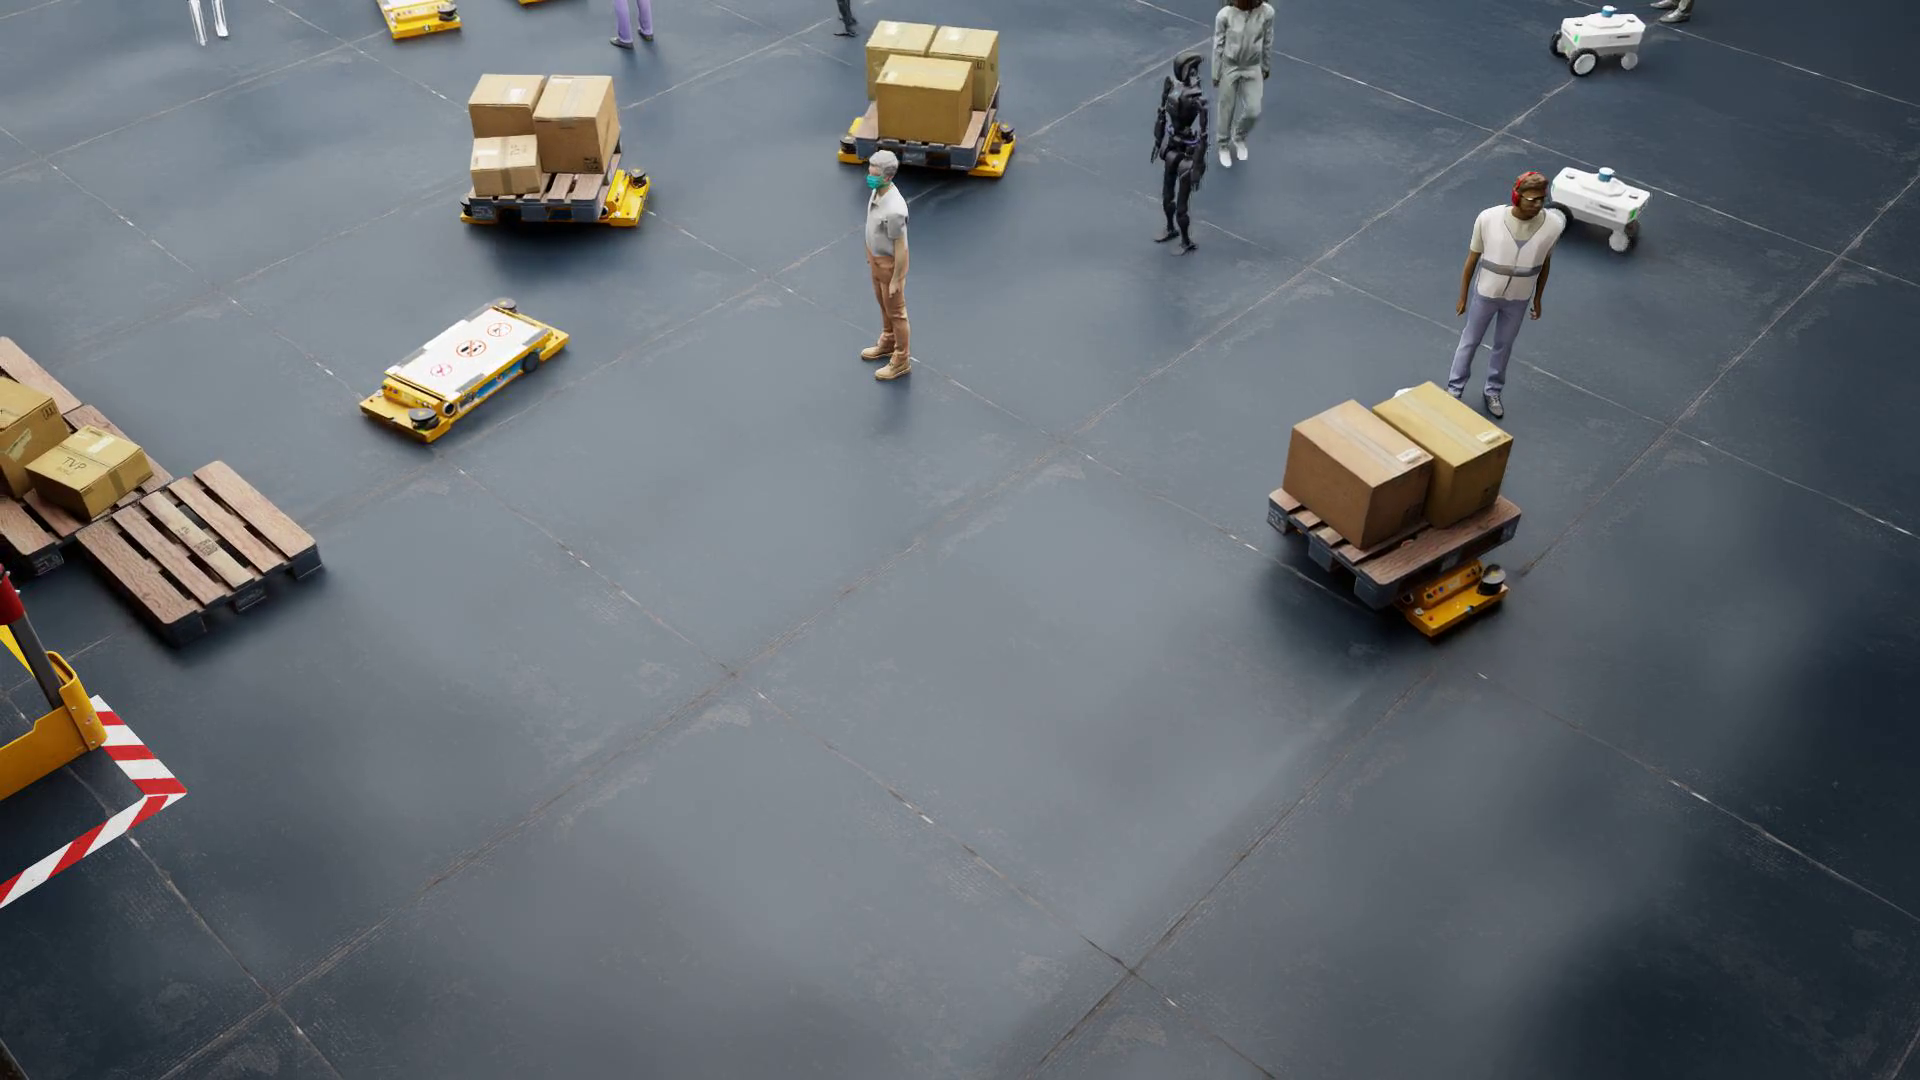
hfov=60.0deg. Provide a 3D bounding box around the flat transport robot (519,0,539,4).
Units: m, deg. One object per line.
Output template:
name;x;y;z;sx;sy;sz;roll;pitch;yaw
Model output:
flat transport robot;-4.446;-5.922;17.108;0.659;0.231;1.431;-21;46;-22

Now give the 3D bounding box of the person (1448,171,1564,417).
person;3.638;-1.655;11.183;0.568;1.849;0.380;3;42;3

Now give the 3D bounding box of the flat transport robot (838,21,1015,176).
flat transport robot;-0.282;-3.426;14.334;1.431;0.231;0.659;8;43;8

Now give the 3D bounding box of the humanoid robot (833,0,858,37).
humanoid robot;-1.134;-5.598;15.696;0.377;1.647;0.586;24;47;25

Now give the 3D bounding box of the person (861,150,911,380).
person;-0.520;-1.920;11.552;0.313;1.749;0.491;-15;44;-16

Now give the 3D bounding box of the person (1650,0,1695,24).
person;7.067;-5.866;15.868;0.374;1.843;0.567;1;42;1

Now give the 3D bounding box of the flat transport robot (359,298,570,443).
flat transport robot;-3.532;-1.236;11.900;0.659;0.231;1.431;23;47;23

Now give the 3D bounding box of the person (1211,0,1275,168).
person;2.323;-3.881;13.747;0.509;1.721;0.393;-3;42;-4

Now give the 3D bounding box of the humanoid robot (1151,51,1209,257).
humanoid robot;1.709;-2.984;12.791;0.350;1.645;0.589;-24;47;-24

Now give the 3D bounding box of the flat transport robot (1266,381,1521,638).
flat transport robot;2.699;0.017;10.508;0.659;0.231;1.431;-24;47;-24

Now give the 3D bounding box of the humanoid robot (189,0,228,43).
humanoid robot;-7.215;-5.560;15.633;0.538;1.835;0.664;-18;45;-19

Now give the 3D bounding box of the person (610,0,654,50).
person;-3.144;-5.477;15.435;0.568;1.843;0.373;-32;51;-31

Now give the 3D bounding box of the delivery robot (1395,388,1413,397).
delivery robot;3.153;-0.703;11.087;0.499;0.586;0.773;-10;43;-11

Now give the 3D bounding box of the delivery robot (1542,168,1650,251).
delivery robot;5.074;-2.695;13.310;0.784;0.599;0.499;27;48;26

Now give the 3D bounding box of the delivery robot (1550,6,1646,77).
delivery robot;5.951;-4.666;15.512;0.815;0.614;0.499;-6;42;-7

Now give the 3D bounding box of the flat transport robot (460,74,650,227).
flat transport robot;-3.325;-2.833;13.675;1.431;0.231;0.659;1;42;1

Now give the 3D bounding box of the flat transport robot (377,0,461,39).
flat transport robot;-5.445;-5.397;16.524;0.659;0.231;1.431;-17;45;-18
